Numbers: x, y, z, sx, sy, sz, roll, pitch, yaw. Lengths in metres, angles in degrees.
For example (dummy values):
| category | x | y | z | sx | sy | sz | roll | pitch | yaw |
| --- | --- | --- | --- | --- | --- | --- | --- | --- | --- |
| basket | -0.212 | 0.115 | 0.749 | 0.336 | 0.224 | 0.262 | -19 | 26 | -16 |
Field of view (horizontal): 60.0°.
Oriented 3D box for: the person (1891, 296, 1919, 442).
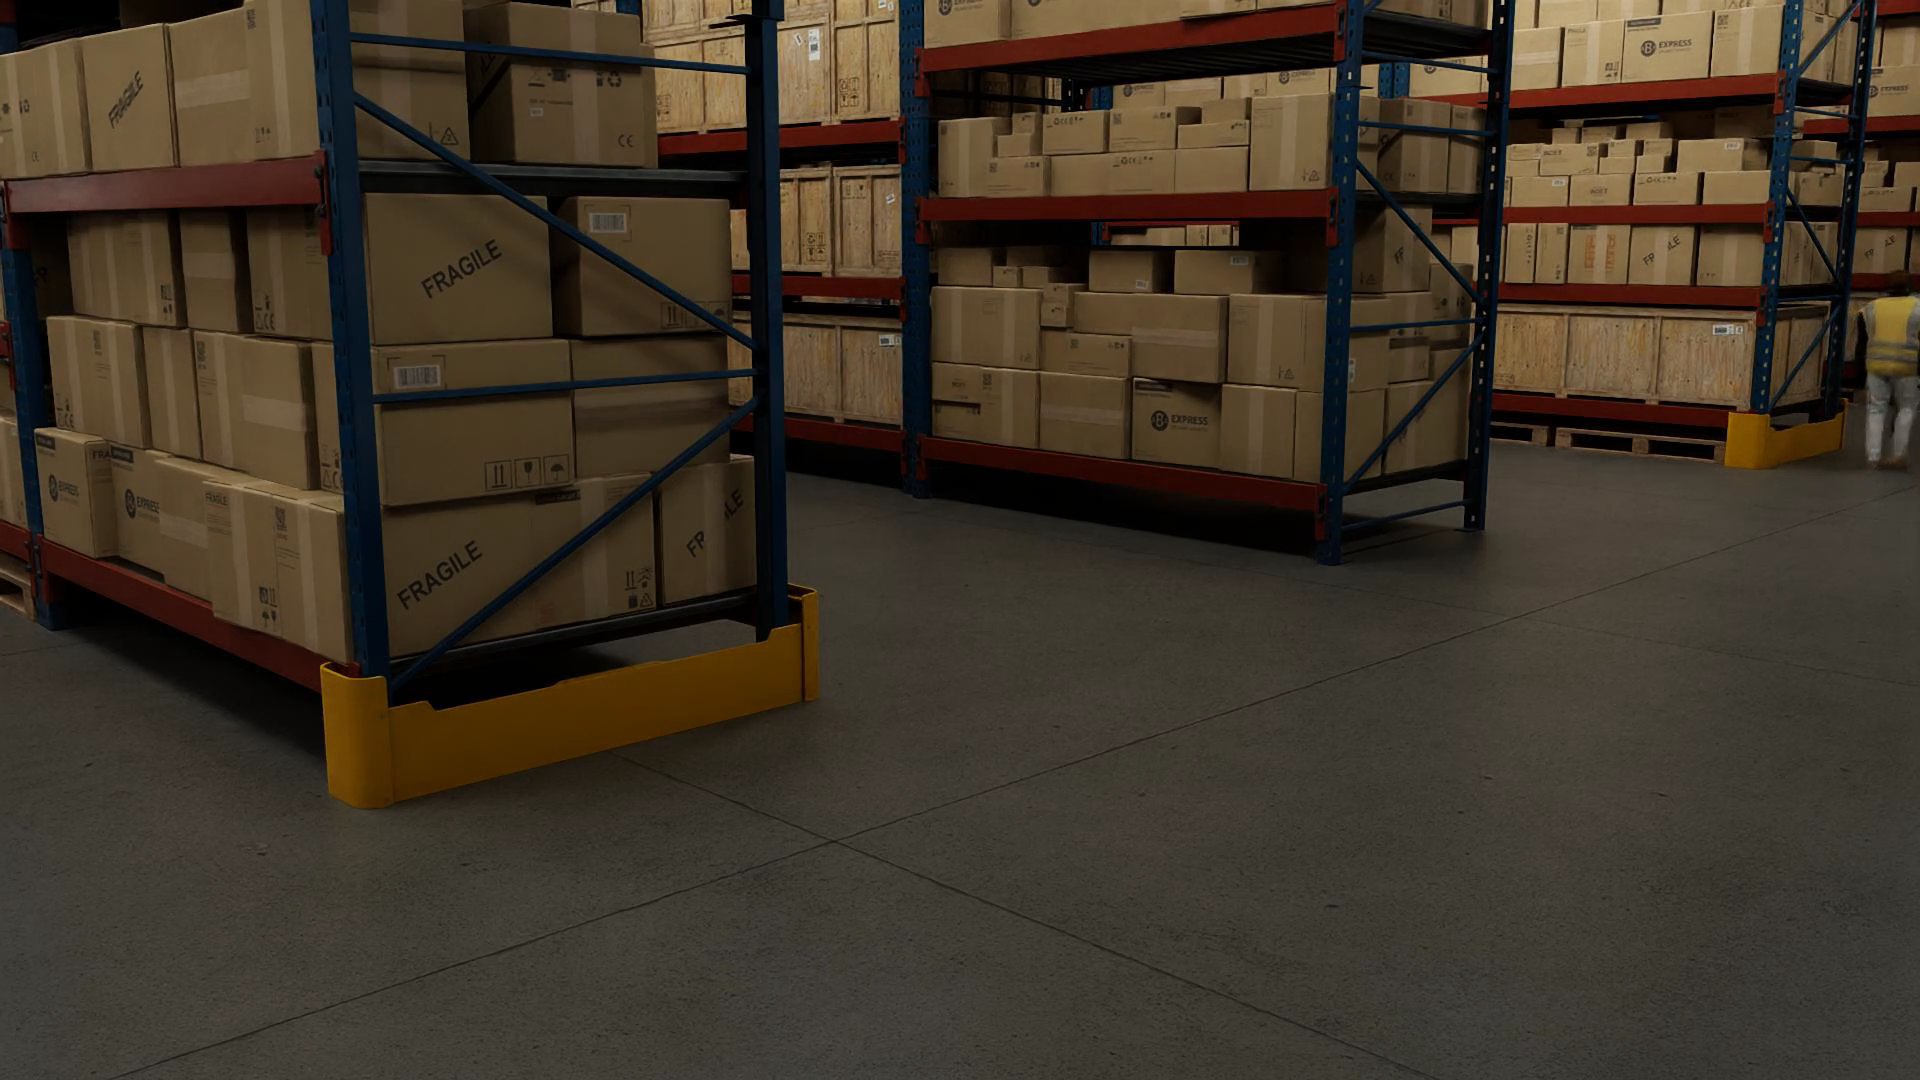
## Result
| category | x | y | z | sx | sy | sz | roll | pitch | yaw |
| --- | --- | --- | --- | --- | --- | --- | --- | --- | --- |
| person | 9.882 | -1.895 | 16.909 | 0.542 | 1.908 | 0.939 | 0 | 10 | 0 |

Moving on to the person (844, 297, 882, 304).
| category | x | y | z | sx | sy | sz | roll | pitch | yaw |
| --- | --- | --- | --- | --- | --- | --- | --- | --- | --- |
| person | -1.257 | -2.614 | 20.992 | 0.586 | 1.824 | 0.403 | 10 | 14 | 42 |

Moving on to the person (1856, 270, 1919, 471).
| category | x | y | z | sx | sy | sz | roll | pitch | yaw |
| --- | --- | --- | --- | --- | --- | --- | --- | --- | --- |
| person | 8.508 | -1.538 | 15.155 | 0.651 | 1.814 | 0.630 | 10 | 14 | 43 |
